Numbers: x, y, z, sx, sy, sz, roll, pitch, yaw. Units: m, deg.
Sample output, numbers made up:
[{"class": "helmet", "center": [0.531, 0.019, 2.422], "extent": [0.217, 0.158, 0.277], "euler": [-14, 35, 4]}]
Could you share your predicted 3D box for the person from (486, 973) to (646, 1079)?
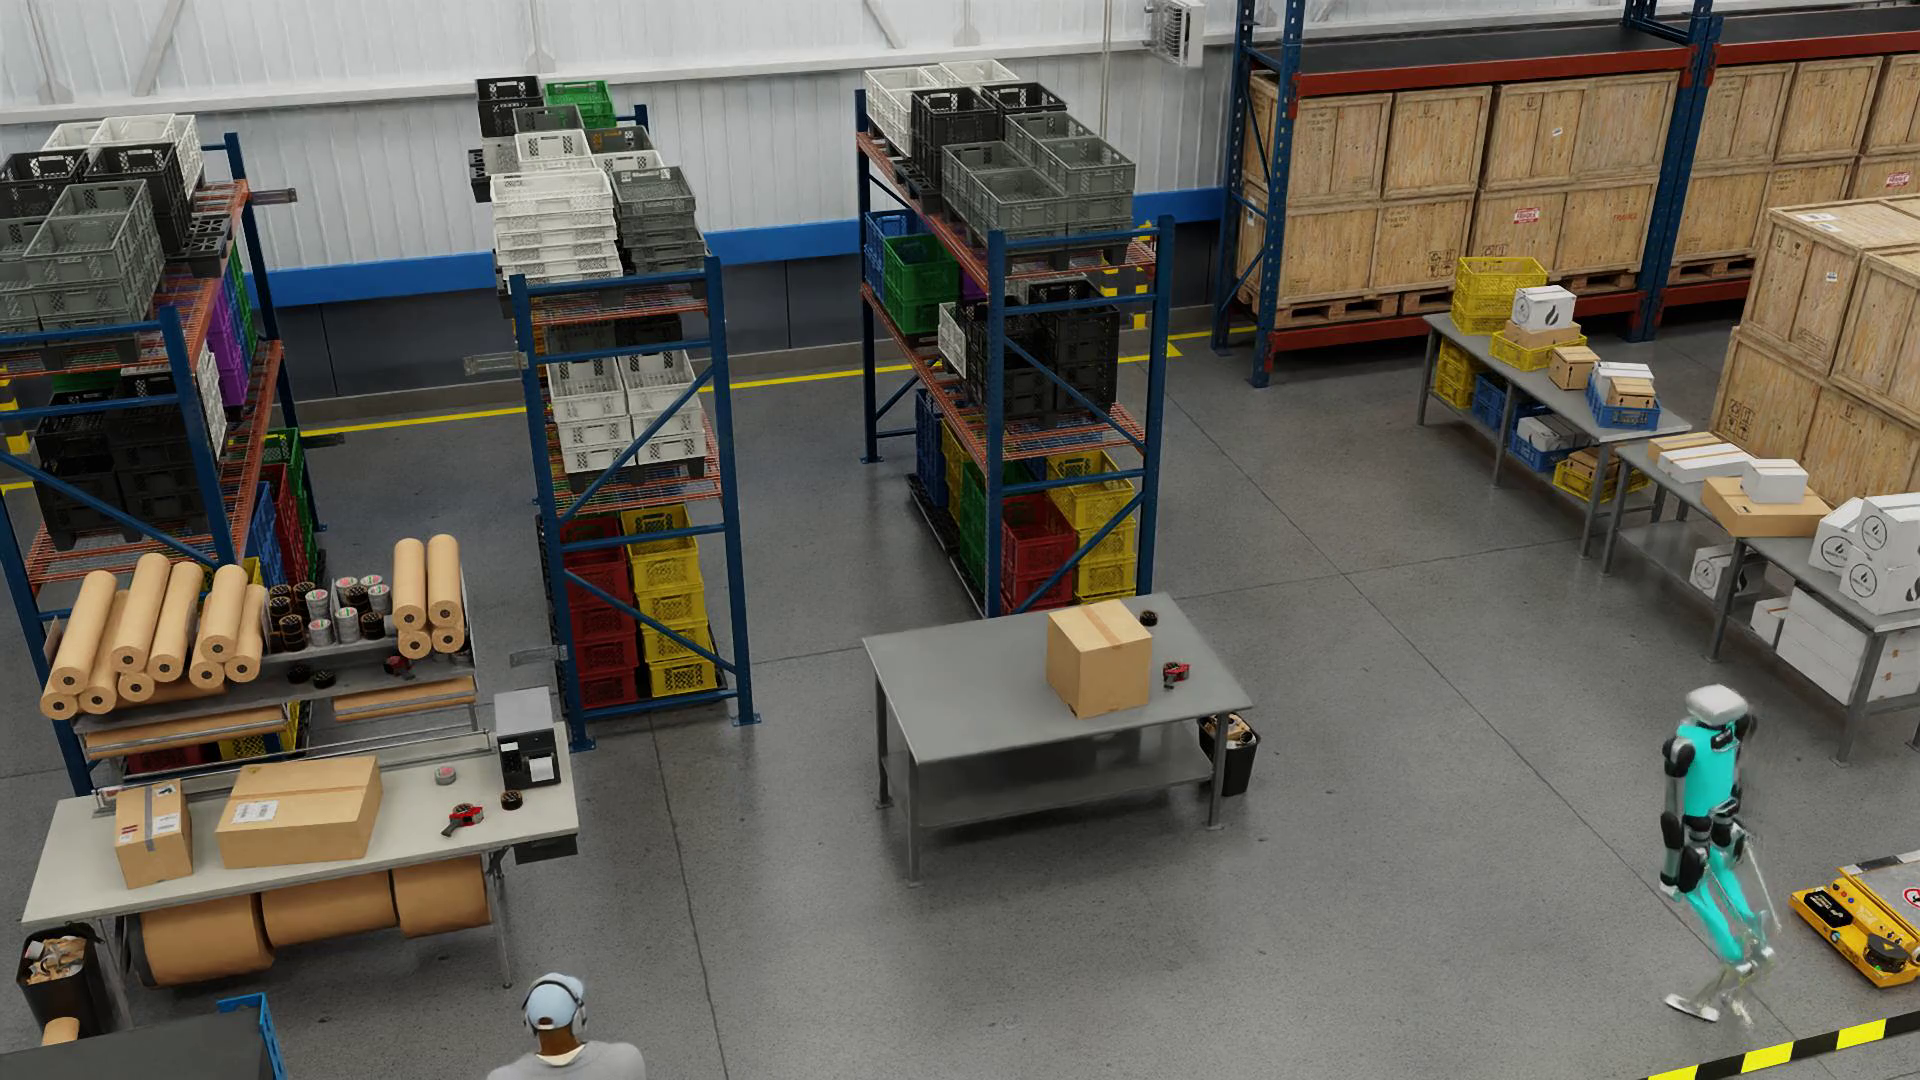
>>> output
[{"class": "person", "center": [-1.421, 2.351, 6.245], "extent": [0.587, 1.848, 0.396], "euler": [-8, 30, -14]}]

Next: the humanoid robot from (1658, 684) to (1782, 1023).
[{"class": "humanoid robot", "center": [3.594, 1.579, 7.786], "extent": [0.549, 1.777, 0.785], "euler": [-19, 34, -30]}]

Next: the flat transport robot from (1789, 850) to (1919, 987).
[{"class": "flat transport robot", "center": [5.163, 1.916, 8.676], "extent": [1.431, 0.231, 0.659], "euler": [-8, 30, -14]}]
